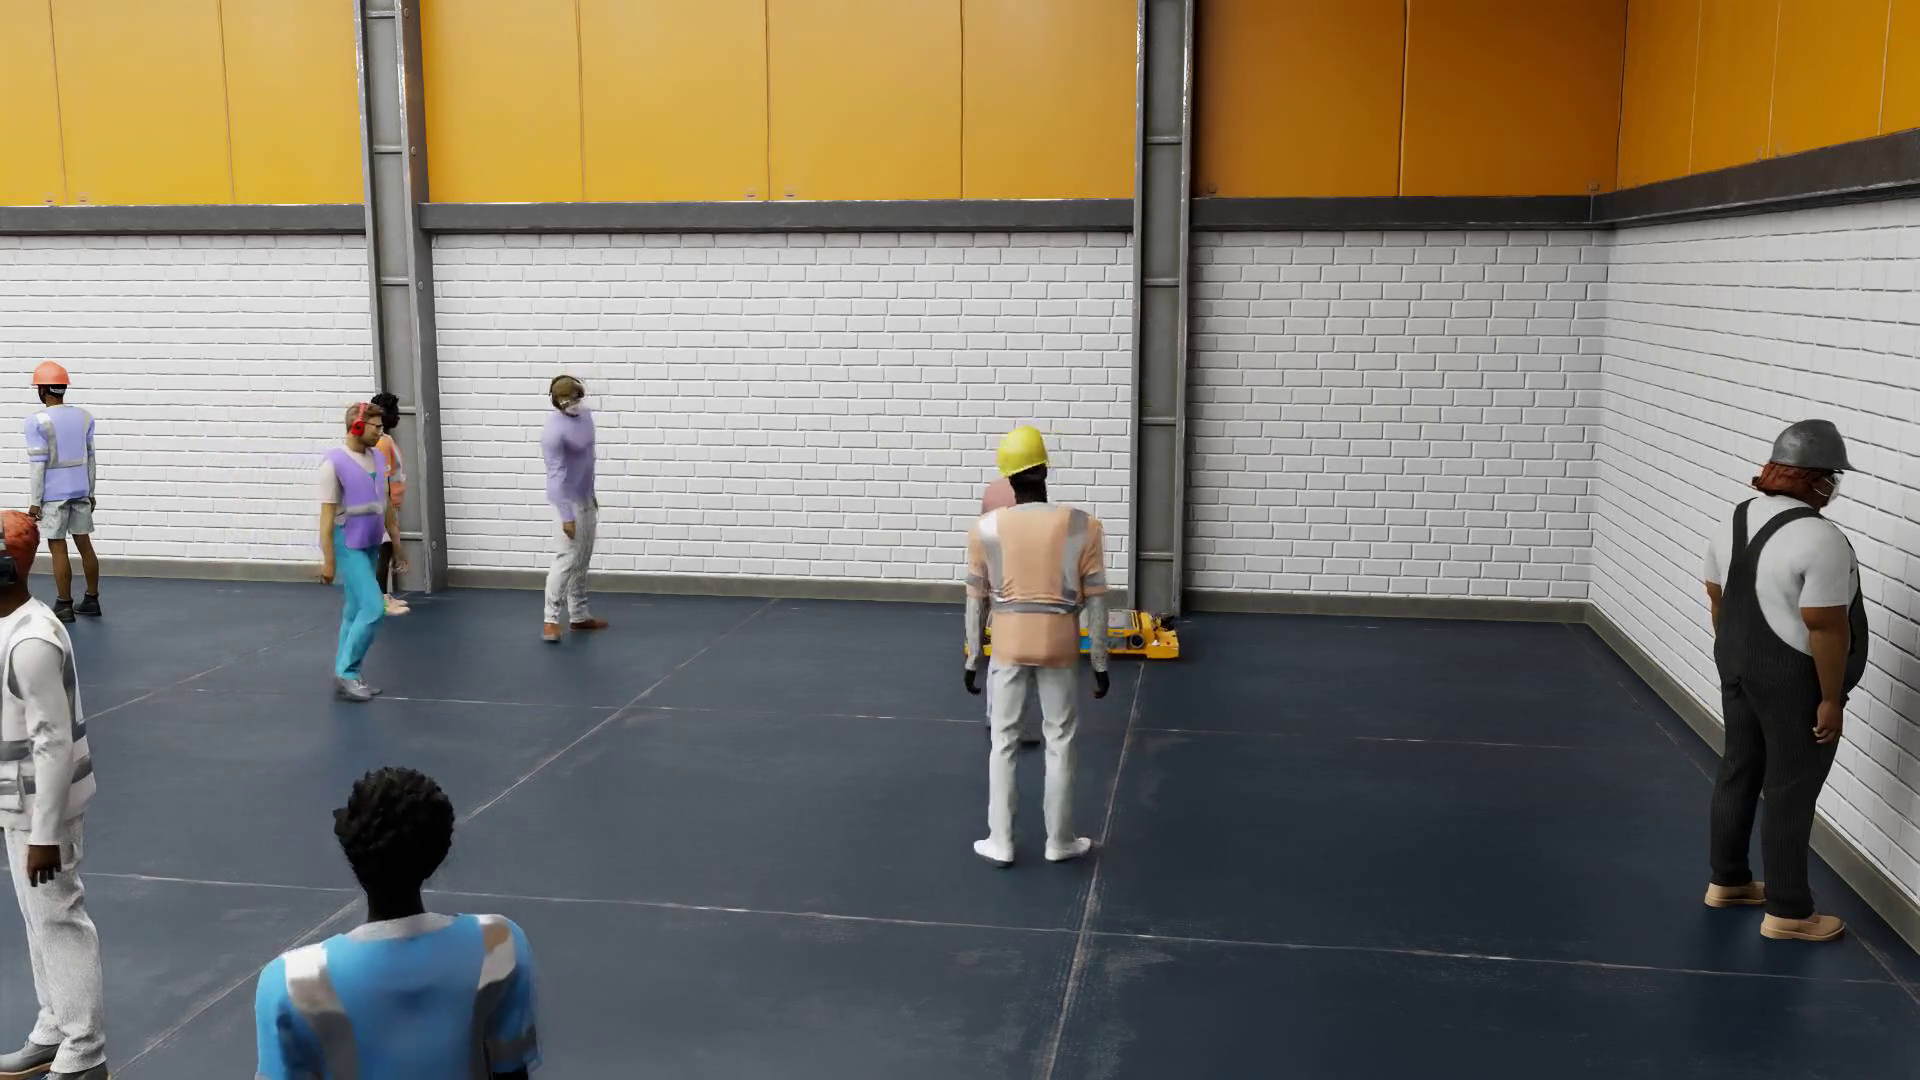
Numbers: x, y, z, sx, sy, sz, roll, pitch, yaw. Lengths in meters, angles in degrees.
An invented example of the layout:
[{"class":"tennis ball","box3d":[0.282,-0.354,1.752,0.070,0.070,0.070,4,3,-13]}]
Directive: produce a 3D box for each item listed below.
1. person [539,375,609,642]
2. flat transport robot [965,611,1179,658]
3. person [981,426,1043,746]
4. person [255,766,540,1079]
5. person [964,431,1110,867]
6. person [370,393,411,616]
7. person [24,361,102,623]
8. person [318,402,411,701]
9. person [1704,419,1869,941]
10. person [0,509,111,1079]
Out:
[{"class":"person","box3d":[-2.760,-0.232,11.775,0.366,1.894,0.704,1,9,8]},{"class":"flat transport robot","box3d":[0.765,0.631,11.401,1.431,0.197,0.652,1,9,4]},{"class":"person","box3d":[0.284,0.249,9.227,0.514,1.742,0.686,-6,11,-32]},{"class":"person","box3d":[-1.036,1.264,3.178,0.534,1.669,0.739,-7,11,-36]},{"class":"person","box3d":[0.327,0.492,7.243,0.655,1.902,0.401,1,9,8]},{"class":"person","box3d":[-4.347,-0.268,12.590,0.321,1.689,0.530,-3,10,-17]},{"class":"person","box3d":[-6.675,-0.354,12.347,0.356,1.937,0.552,4,10,22]},{"class":"person","box3d":[-3.645,0.071,10.113,0.501,1.814,0.573,2,9,9]},{"class":"person","box3d":[3.295,0.531,6.576,0.537,2.000,0.688,-2,9,-11]},{"class":"person","box3d":[-2.891,0.837,5.172,0.362,1.883,0.575,-7,11,-36]}]
